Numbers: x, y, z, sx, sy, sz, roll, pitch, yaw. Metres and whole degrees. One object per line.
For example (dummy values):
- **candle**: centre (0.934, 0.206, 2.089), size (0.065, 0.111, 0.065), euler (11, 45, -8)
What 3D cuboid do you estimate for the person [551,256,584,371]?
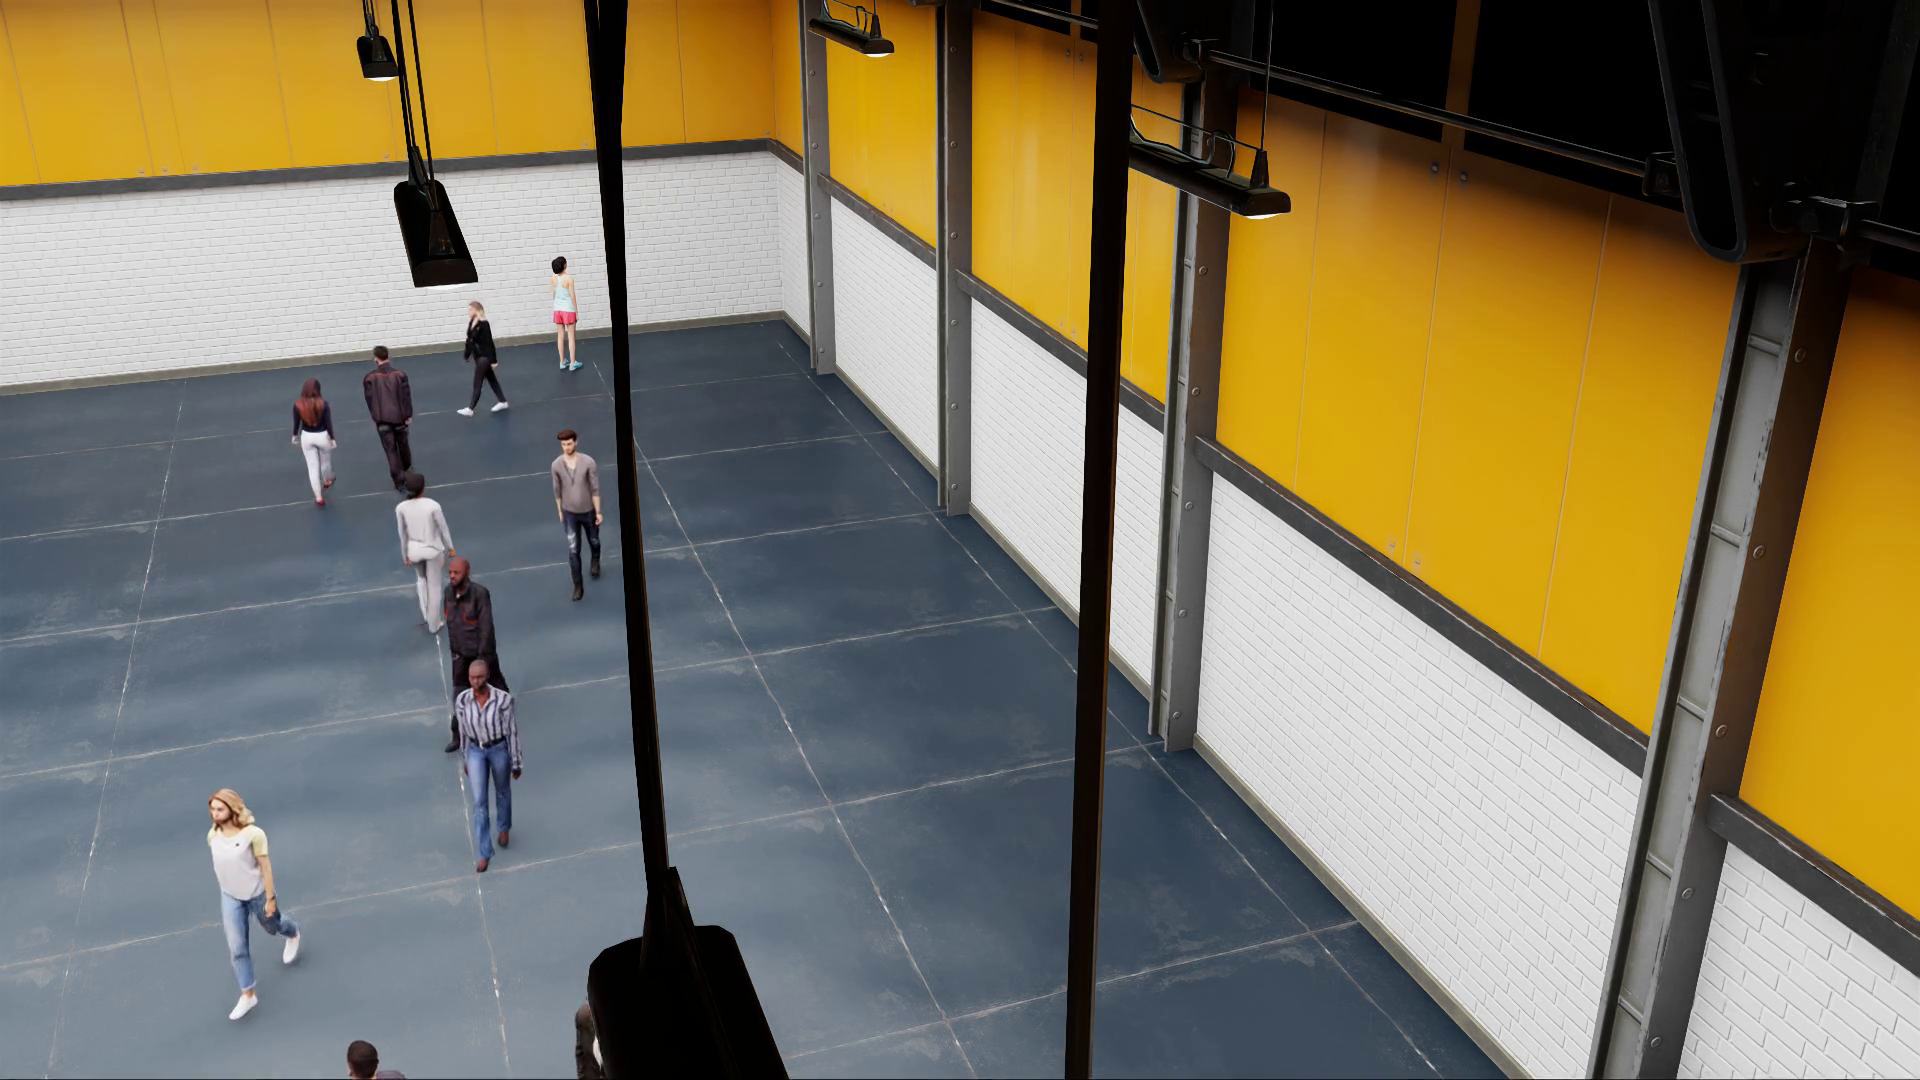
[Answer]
- **person**: centre (-6.099, -3.512, 25.662), size (0.671, 1.764, 0.721), euler (8, 25, 17)

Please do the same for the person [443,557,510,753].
- **person**: centre (-4.435, 0.965, 15.386), size (1.117, 1.792, 1.296), euler (5, 24, 12)

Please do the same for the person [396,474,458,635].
- **person**: centre (-5.581, 0.169, 17.299), size (0.791, 1.719, 0.853), euler (3, 24, 7)

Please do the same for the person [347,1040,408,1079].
- **person**: centre (-3.284, 3.579, 9.440), size (0.733, 1.765, 0.729), euler (19, 30, 36)

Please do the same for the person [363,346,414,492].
- **person**: centre (-7.206, -1.509, 21.047), size (0.796, 1.792, 1.225), euler (-10, 26, -22)

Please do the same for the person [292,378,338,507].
- **person**: centre (-7.961, -1.179, 20.591), size (0.822, 1.551, 1.102), euler (-5, 24, -12)

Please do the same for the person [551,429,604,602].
- **person**: centre (-4.155, -0.347, 18.281), size (0.862, 1.877, 1.299), euler (-3, 24, -7)

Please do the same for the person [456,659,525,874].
- **person**: centre (-3.836, 1.745, 13.633), size (0.801, 1.769, 1.060), euler (-3, 24, -7)

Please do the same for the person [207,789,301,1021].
- **person**: centre (-5.066, 2.511, 11.980), size (0.963, 1.688, 1.215), euler (2, 24, 5)

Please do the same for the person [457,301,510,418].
- **person**: centre (-6.711, -2.587, 23.692), size (1.123, 1.649, 1.017), euler (20, 31, 39)
